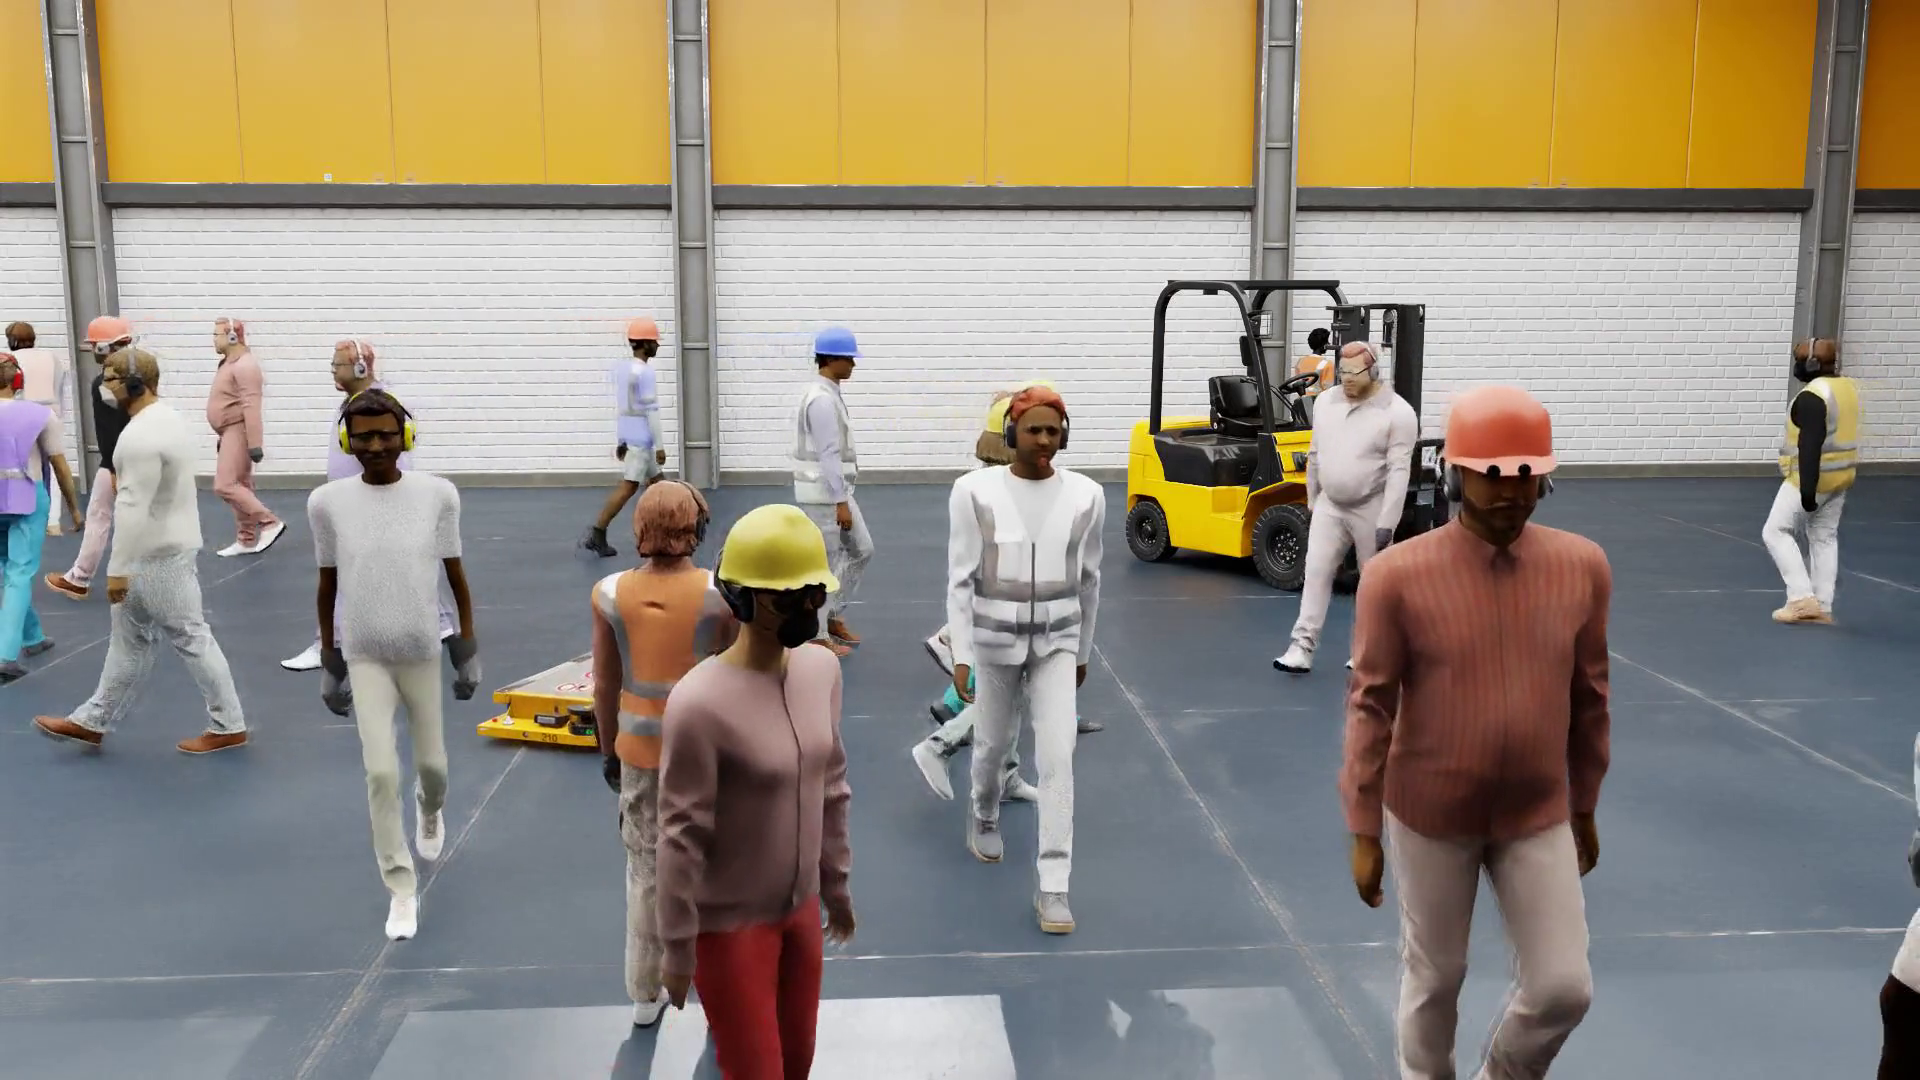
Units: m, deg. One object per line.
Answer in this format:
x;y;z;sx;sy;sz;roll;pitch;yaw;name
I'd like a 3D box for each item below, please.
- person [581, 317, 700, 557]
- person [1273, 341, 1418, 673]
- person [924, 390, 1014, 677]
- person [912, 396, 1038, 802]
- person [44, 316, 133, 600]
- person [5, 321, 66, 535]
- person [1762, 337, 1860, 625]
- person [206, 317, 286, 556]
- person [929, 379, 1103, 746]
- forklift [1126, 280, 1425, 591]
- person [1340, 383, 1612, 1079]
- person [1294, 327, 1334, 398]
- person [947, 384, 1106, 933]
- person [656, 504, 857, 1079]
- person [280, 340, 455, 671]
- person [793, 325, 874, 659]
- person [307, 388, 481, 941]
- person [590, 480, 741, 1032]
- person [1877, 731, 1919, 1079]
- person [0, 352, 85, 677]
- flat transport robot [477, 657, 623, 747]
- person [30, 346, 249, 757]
-2.580;-0.814;13.164;0.987;1.897;0.560;-5;10;-28;person
2.104;-0.151;9.103;0.699;1.846;0.962;8;12;40;person
0.136;0.008;8.835;0.591;1.616;0.536;1;9;5;person
0.112;0.268;6.862;0.522;1.727;0.483;-1;9;-6;person
-5.709;-0.540;11.285;1.065;1.934;0.614;1;9;8;person
-7.976;-0.943;14.176;0.699;1.822;0.638;6;11;33;person
5.391;-0.361;10.512;0.622;1.822;0.457;-6;11;-35;person
-5.682;-0.802;13.062;0.448;1.892;0.646;-5;10;-28;person
0.261;0.109;7.840;0.828;1.739;0.537;-2;9;-12;person
2.301;-0.860;12.475;1.214;2.155;2.313;-6;11;-35;forklift
1.190;0.629;3.799;0.658;1.972;0.485;-1;9;-4;person
3.579;-1.296;16.803;0.320;1.691;0.528;-5;10;-30;person
0.225;0.360;5.934;0.570;1.849;0.957;-1;9;-6;person
-0.440;0.784;3.529;0.457;1.752;0.536;5;11;30;person
-3.403;-0.217;9.539;1.021;1.857;0.653;-6;11;-35;person
-0.716;-0.262;9.563;0.496;1.928;0.630;0;9;3;person
-1.951;0.382;5.788;0.545;1.842;0.768;-3;9;-17;person
-0.823;0.635;4.853;0.517;1.631;0.335;2;9;13;person
2.384;0.686;3.665;0.938;1.919;0.600;4;10;24;person
-5.313;-0.156;9.323;0.580;1.798;0.983;-1;9;-5;person
-1.742;0.750;8.388;0.652;0.197;1.431;3;10;18;flat transport robot
-3.769;0.077;7.547;0.968;1.888;0.646;-3;10;-20;person
